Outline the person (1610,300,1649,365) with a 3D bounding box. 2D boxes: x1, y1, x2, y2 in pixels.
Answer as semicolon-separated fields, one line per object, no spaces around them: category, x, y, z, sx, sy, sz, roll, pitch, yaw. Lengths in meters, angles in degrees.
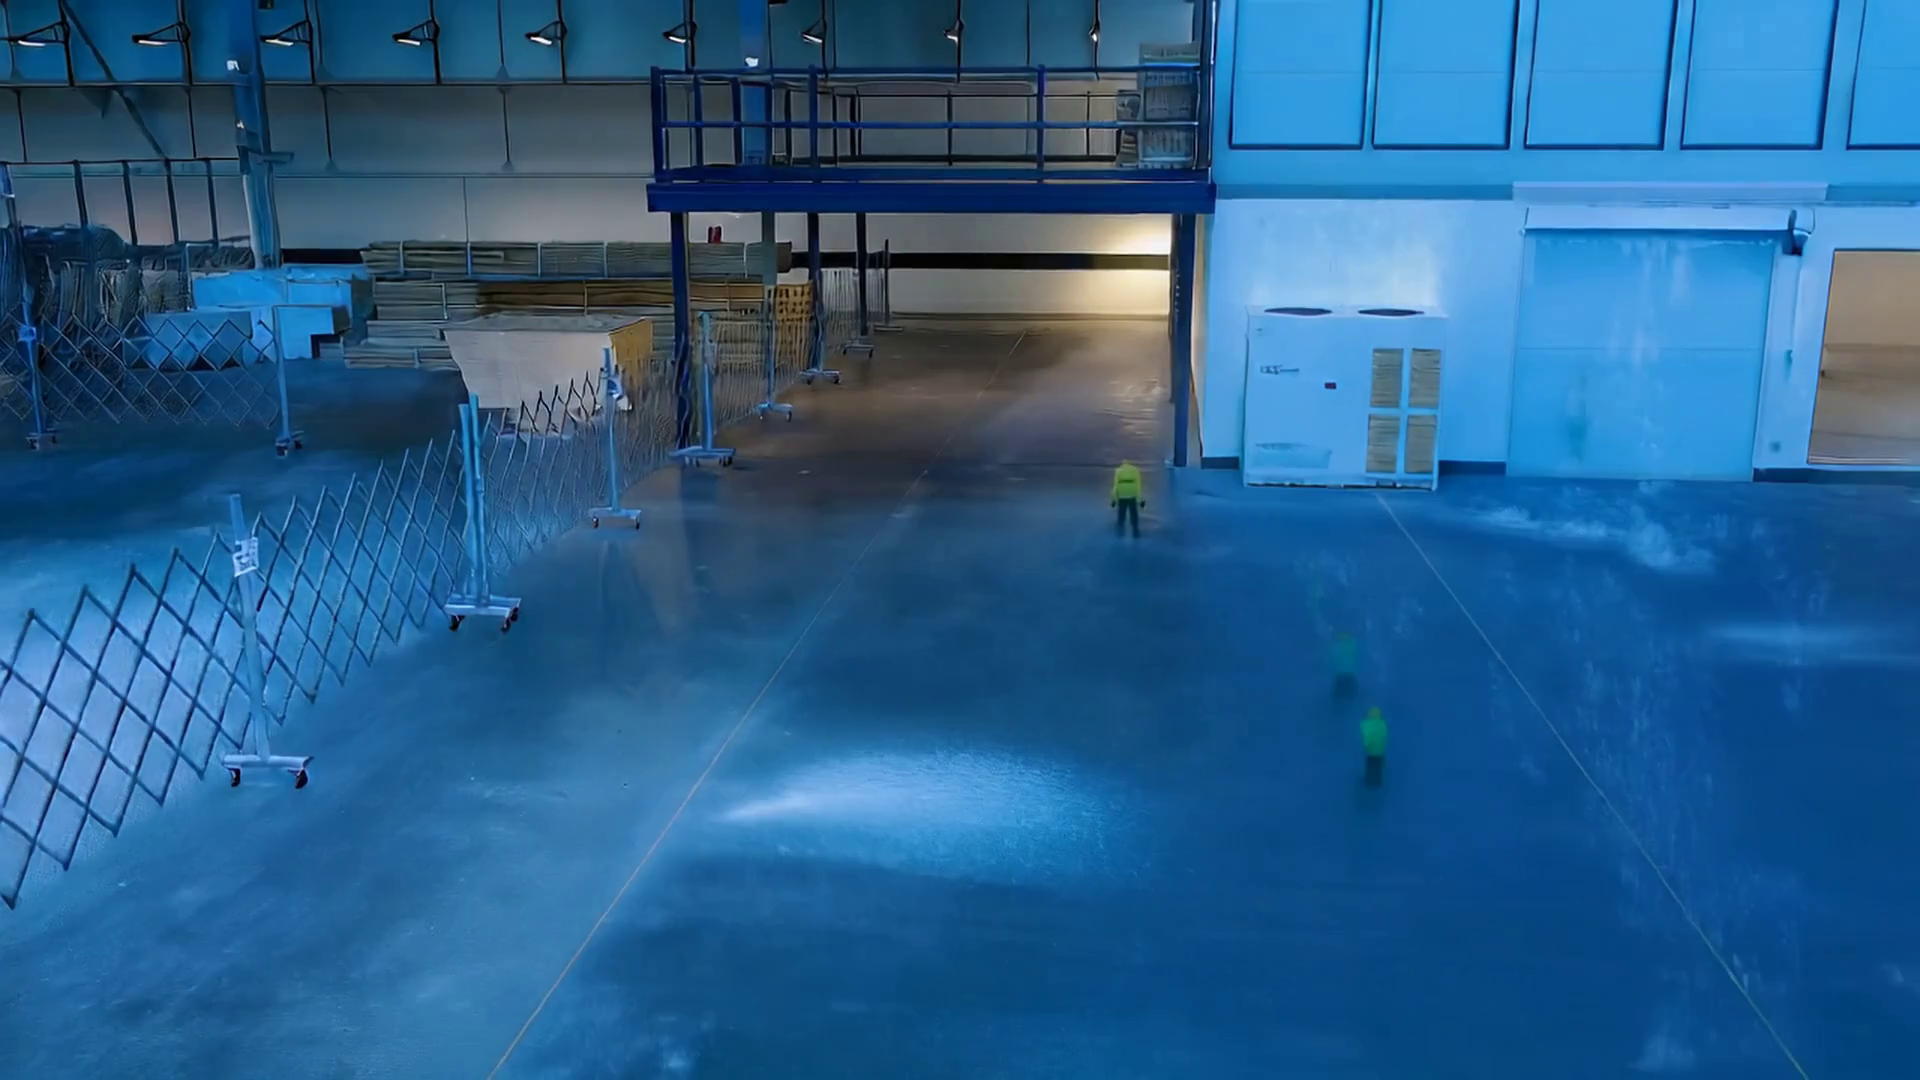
person;10.075;-3.429;24.933;0.662;1.860;1.007;-10;17;-35
